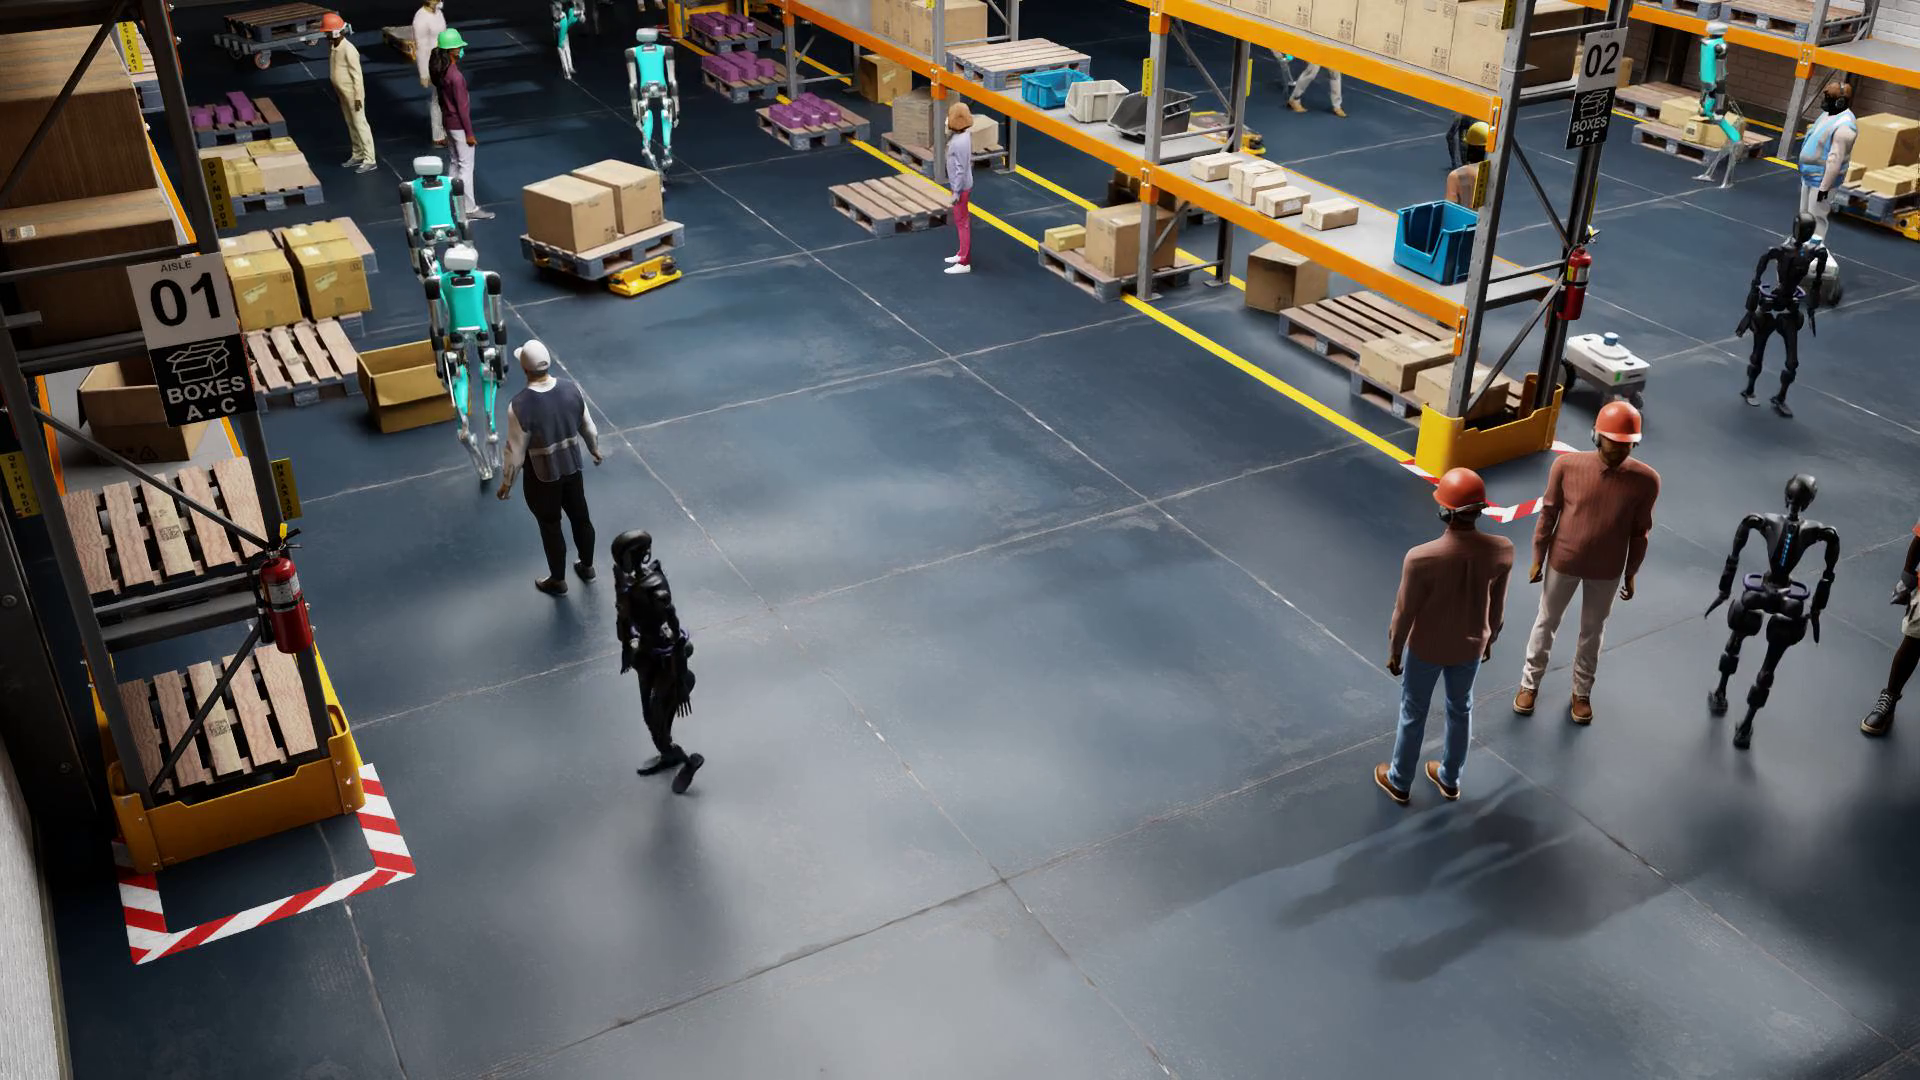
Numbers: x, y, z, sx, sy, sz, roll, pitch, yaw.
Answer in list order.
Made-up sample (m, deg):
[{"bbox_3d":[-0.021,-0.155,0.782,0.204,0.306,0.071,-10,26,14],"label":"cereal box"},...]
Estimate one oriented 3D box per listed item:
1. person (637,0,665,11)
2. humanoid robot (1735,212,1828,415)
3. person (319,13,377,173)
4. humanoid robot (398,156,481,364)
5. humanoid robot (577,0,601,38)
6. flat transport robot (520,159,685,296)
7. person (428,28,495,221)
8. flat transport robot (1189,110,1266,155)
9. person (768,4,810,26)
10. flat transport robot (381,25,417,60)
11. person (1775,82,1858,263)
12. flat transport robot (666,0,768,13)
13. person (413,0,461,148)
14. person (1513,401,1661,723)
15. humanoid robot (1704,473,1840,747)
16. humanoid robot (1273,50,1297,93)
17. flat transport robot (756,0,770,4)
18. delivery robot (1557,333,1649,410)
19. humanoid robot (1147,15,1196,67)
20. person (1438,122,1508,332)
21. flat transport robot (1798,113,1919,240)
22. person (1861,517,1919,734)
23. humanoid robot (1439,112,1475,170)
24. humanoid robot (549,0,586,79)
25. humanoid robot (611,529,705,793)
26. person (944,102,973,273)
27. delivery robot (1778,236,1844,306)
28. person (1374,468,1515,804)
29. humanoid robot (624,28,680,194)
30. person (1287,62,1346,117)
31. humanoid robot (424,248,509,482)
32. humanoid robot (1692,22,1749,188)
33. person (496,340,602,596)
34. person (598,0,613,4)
[{"bbox_3d":[-4.863,-9.174,25.803,0.633,1.839,0.429,-16,33,-25],"label":"person"},{"bbox_3d":[6.483,-1.807,13.148,0.612,1.643,0.424,-1,30,-1],"label":"humanoid robot"},{"bbox_3d":[-6.870,-5.014,18.649,0.336,1.748,0.563,-24,38,-35],"label":"person"},{"bbox_3d":[-4.248,-2.219,13.852,0.536,1.826,0.774,-15,33,-24],"label":"humanoid robot"},{"bbox_3d":[-5.495,-8.159,24.220,0.587,1.654,0.423,-8,31,-14],"label":"humanoid robot"},{"bbox_3d":[-3.425,-2.683,16.079,1.431,0.231,0.659,22,36,33],"label":"flat transport robot"},{"bbox_3d":[-5.185,-4.283,17.179,0.425,1.950,0.494,-21,36,-32],"label":"person"},{"bbox_3d":[3.036,-4.855,19.862,0.659,0.231,1.431,-9,31,-15],"label":"flat transport robot"},{"bbox_3d":[-2.594,-8.681,24.993,0.536,1.789,0.969,-21,36,-32],"label":"person"},{"bbox_3d":[-7.775,-7.163,23.878,0.659,0.231,1.431,-19,35,-29],"label":"flat transport robot"},{"bbox_3d":[8.164,-3.427,15.812,0.431,1.836,0.616,4,30,6],"label":"person"},{"bbox_3d":[-3.769,-8.267,25.800,1.431,0.231,0.659,-16,33,-25],"label":"flat transport robot"},{"bbox_3d":[-5.987,-5.455,19.252,0.629,1.914,0.711,1,30,2],"label":"person"},{"bbox_3d":[3.558,0.127,9.456,0.610,1.997,0.376,9,31,15],"label":"person"},{"bbox_3d":[4.573,0.346,9.403,0.603,1.640,0.579,14,33,22],"label":"humanoid robot"},{"bbox_3d":[4.338,-6.654,21.622,0.726,1.889,0.543,6,30,11],"label":"humanoid robot"},{"bbox_3d":[-3.486,-8.628,26.429,1.431,0.231,0.659,-10,31,-17],"label":"flat transport robot"},{"bbox_3d":[5.246,-1.406,13.547,0.499,0.571,0.756,-10,31,-17],"label":"delivery robot"},{"bbox_3d":[2.971,-7.321,22.793,0.782,1.630,0.601,5,30,8],"label":"humanoid robot"},{"bbox_3d":[4.362,-2.641,14.344,0.586,1.927,0.359,-12,32,-20],"label":"person"},{"bbox_3d":[9.681,-3.480,17.468,0.659,0.231,1.431,-16,33,-25],"label":"flat transport robot"},{"bbox_3d":[5.530,0.286,9.212,0.611,1.962,0.361,21,36,32],"label":"person"},{"bbox_3d":[5.581,-4.794,18.353,0.422,1.642,0.615,11,32,19],"label":"humanoid robot"},{"bbox_3d":[-5.342,-7.017,22.203,0.759,1.845,0.551,26,39,37],"label":"humanoid robot"},{"bbox_3d":[-1.609,0.646,8.875,0.345,1.646,0.606,-26,39,-37],"label":"humanoid robot"},{"bbox_3d":[-0.014,-3.367,15.896,0.283,1.636,0.500,1,30,2],"label":"person"},{"bbox_3d":[7.932,-2.529,15.536,0.499,0.606,0.794,6,30,10],"label":"delivery robot"},{"bbox_3d":[2.540,0.530,8.769,0.610,1.986,0.402,-5,30,-8],"label":"person"},{"bbox_3d":[-3.254,-4.522,17.811,0.546,1.714,1.031,-5,30,-9],"label":"humanoid robot"},{"bbox_3d":[4.557,-6.213,20.640,0.682,1.869,0.559,-8,31,-13],"label":"person"},{"bbox_3d":[-3.485,-1.163,11.982,0.554,1.799,0.851,-10,31,-16],"label":"humanoid robot"},{"bbox_3d":[8.412,-4.752,18.225,0.821,1.785,0.597,0,30,0],"label":"humanoid robot"},{"bbox_3d":[-2.627,-0.461,10.714,0.433,1.759,0.762,26,39,37],"label":"person"},{"bbox_3d":[-5.591,-9.375,26.267,0.420,1.730,0.562,6,30,11],"label":"person"}]
